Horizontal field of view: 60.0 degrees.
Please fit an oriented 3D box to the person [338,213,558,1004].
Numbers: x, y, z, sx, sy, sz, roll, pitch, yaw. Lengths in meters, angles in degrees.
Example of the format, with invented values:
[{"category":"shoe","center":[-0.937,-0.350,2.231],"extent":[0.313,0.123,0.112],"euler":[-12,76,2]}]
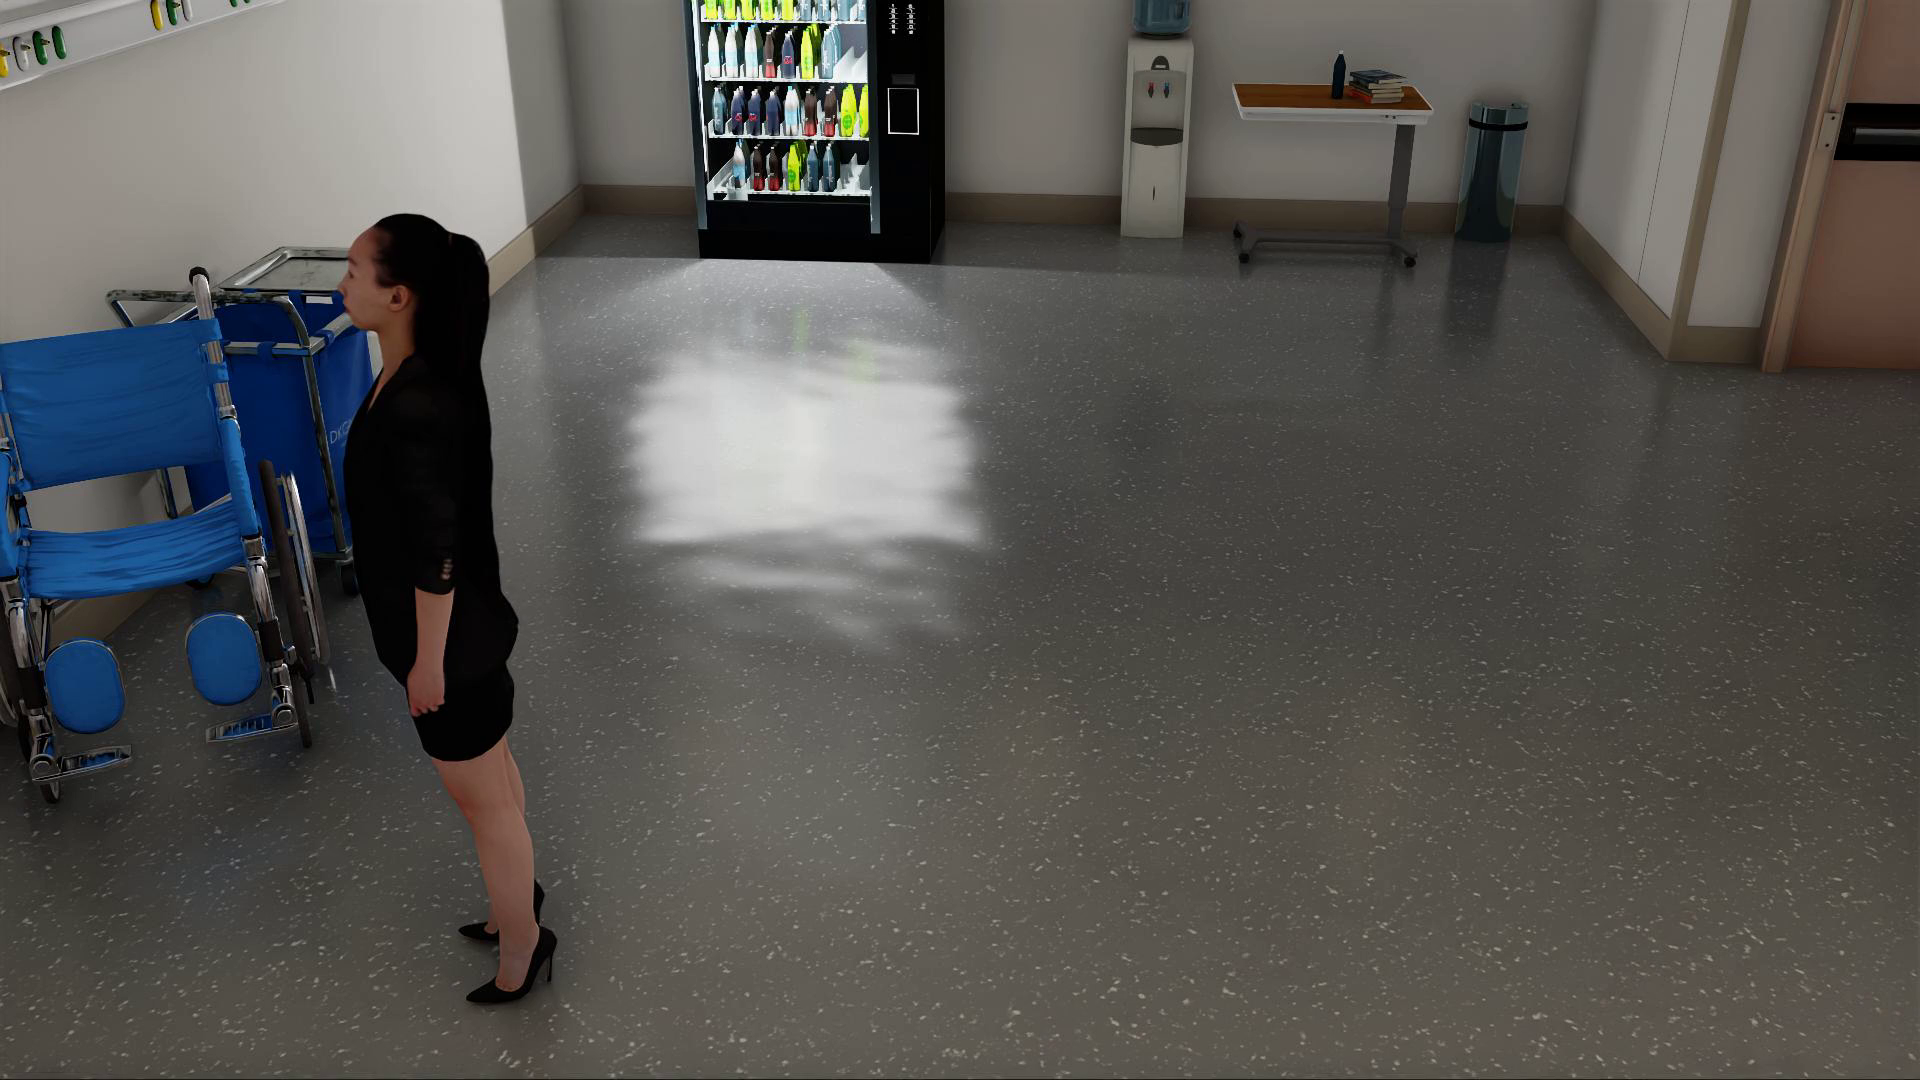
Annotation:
[{"category":"person","center":[-1.013,0.181,3.330],"extent":[0.656,1.697,0.666],"euler":[-7,27,-14]}]
